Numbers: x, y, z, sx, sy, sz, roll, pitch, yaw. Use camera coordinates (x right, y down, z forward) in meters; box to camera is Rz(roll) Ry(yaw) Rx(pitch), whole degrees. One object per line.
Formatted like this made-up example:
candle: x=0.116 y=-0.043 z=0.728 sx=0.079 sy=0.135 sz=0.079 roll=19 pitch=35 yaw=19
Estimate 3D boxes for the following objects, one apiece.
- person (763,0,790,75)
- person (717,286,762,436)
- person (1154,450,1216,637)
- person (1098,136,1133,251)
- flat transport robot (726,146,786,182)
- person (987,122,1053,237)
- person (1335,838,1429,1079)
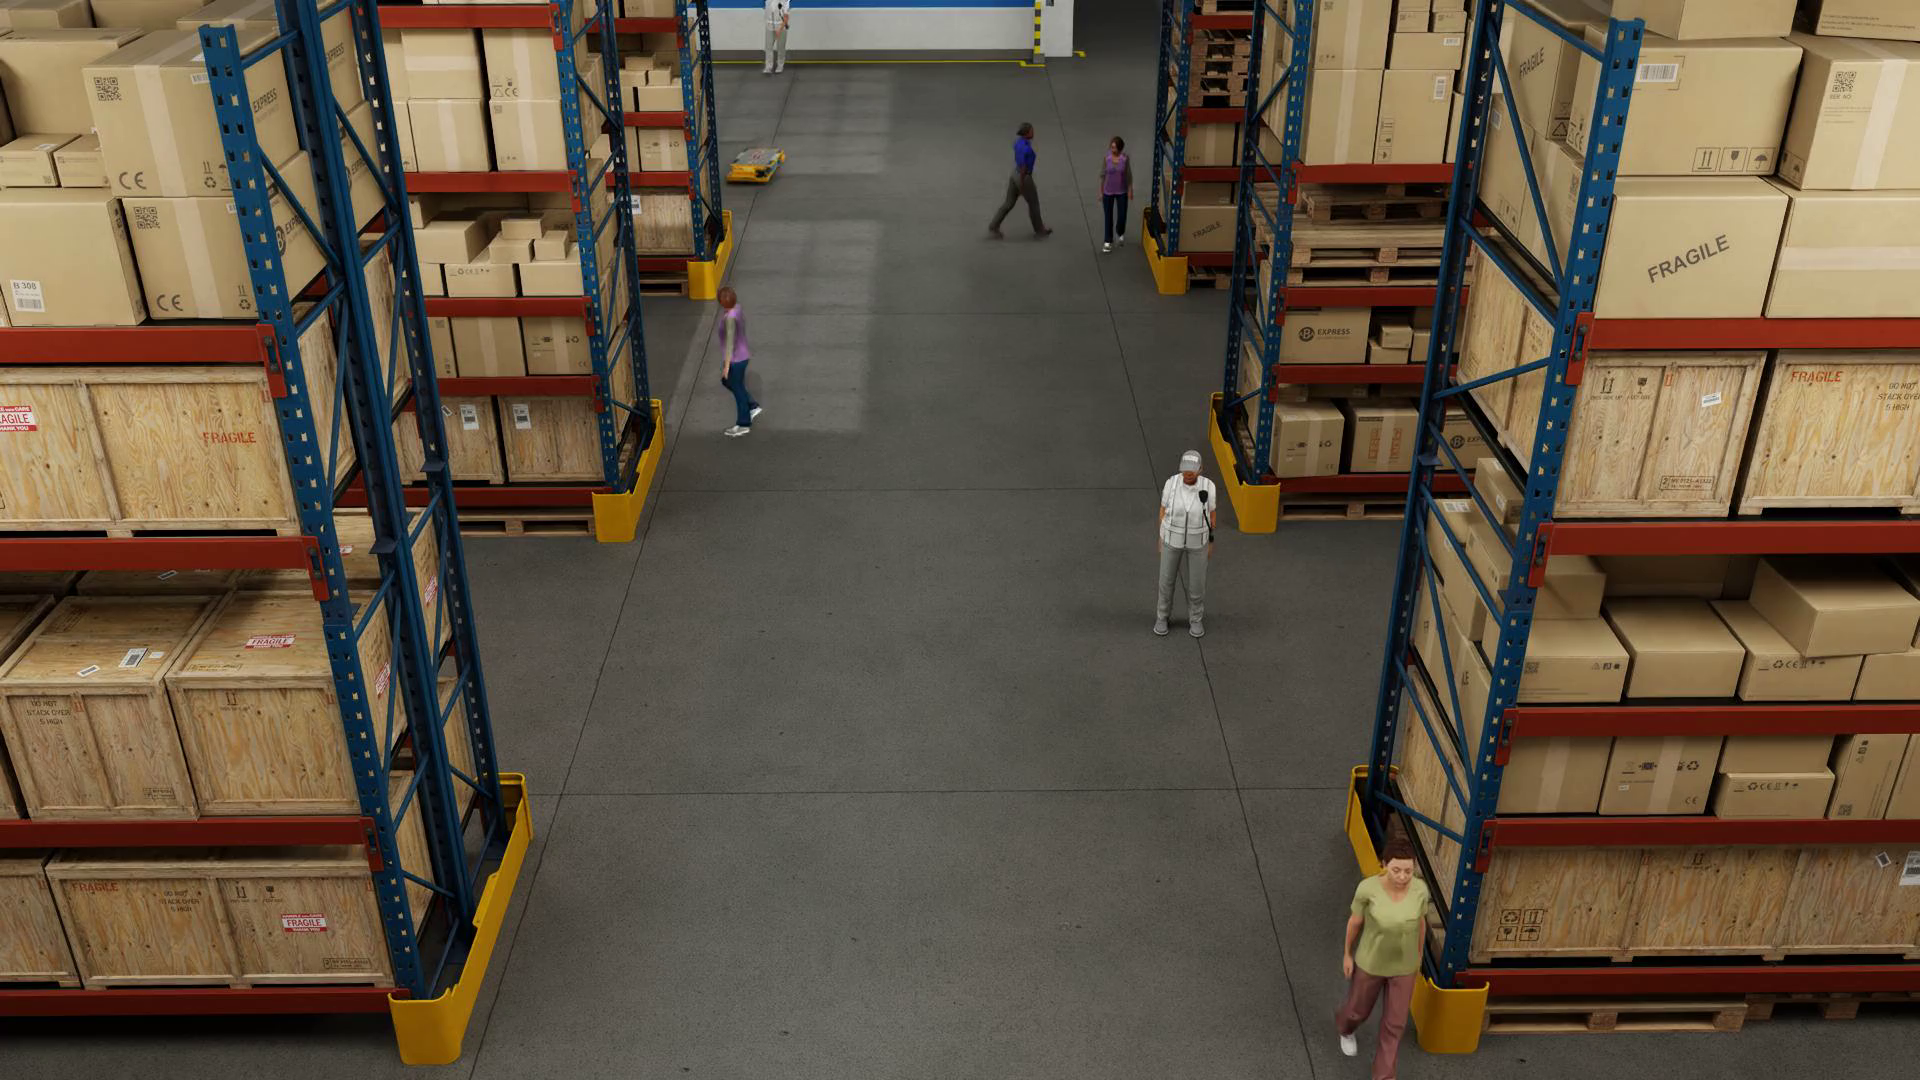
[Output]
person: x=-3.583 y=-9.954 z=32.419 sx=0.553 sy=1.726 sz=0.876 roll=5 pitch=29 yaw=9
person: x=-2.355 y=-1.905 z=17.611 sx=0.395 sy=1.593 sz=0.517 roll=-1 pitch=28 yaw=-2
person: x=1.899 y=0.016 z=13.984 sx=0.467 sy=1.665 sz=0.388 roll=4 pitch=29 yaw=8
person: x=2.141 y=-4.760 z=22.887 sx=0.468 sy=1.603 sz=0.413 roll=6 pitch=29 yaw=12
flat transport robot: x=-3.274 y=-6.026 z=26.768 sx=0.659 sy=0.262 sz=1.431 roll=3 pitch=28 yaw=6
person: x=0.866 y=-5.092 z=23.518 sx=0.984 sy=1.621 sz=0.439 roll=-13 pitch=31 yaw=-23
person: x=2.427 y=2.428 z=9.484 sx=0.452 sy=1.669 sz=0.690 roll=1 pitch=28 yaw=2
